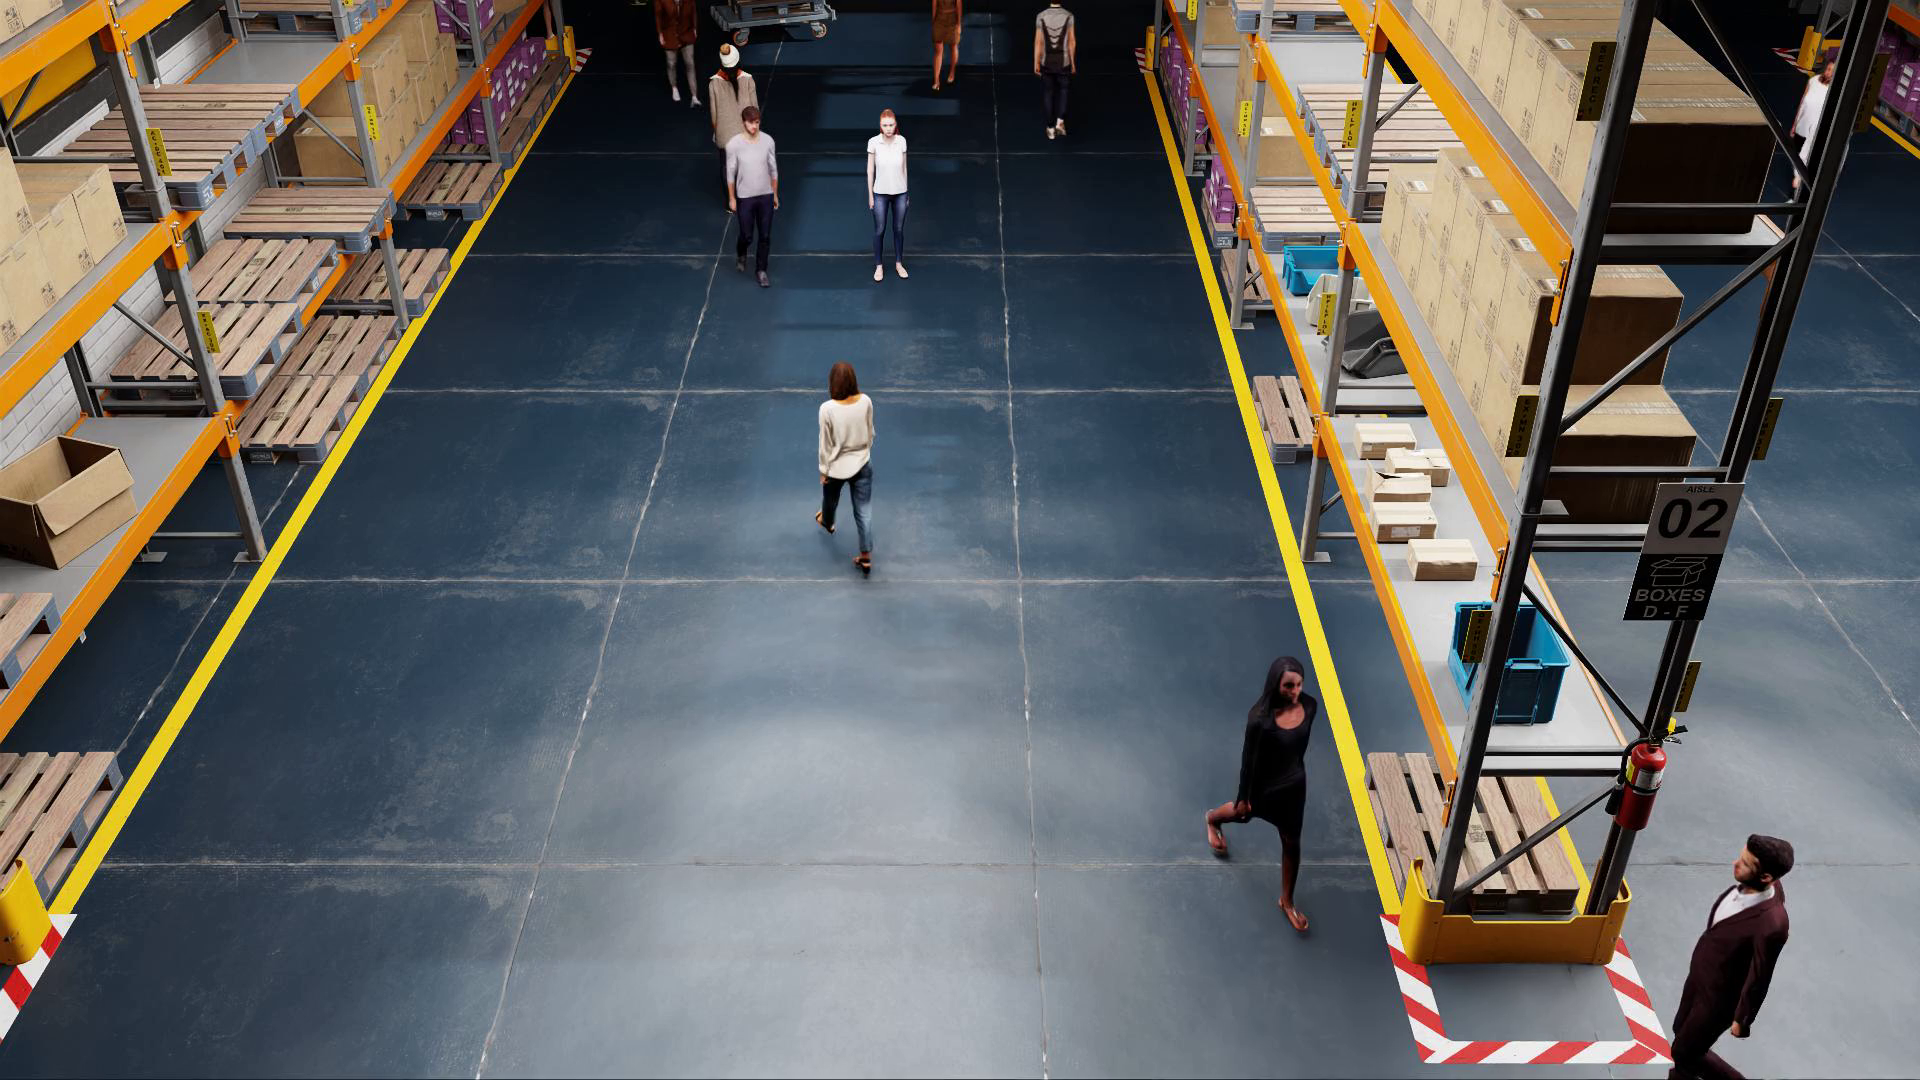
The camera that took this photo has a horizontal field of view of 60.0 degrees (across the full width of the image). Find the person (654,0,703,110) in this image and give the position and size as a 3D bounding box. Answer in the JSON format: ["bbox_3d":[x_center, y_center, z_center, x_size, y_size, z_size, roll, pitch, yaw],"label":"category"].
[{"bbox_3d":[-3.598,-6.404,21.065,0.945,1.788,1.203,-11,35,-16],"label":"person"}]

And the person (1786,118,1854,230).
[{"bbox_3d":[8.819,-3.770,17.157,0.870,1.729,1.200,11,35,16],"label":"person"}]

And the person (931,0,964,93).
[{"bbox_3d":[-0.138,-6.716,21.661,0.752,1.649,1.095,8,34,12],"label":"person"}]

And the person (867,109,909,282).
[{"bbox_3d":[-0.714,-3.471,16.697,0.604,1.739,0.590,-7,34,-11],"label":"person"}]

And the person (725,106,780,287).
[{"bbox_3d":[-2.071,-3.458,16.597,0.808,1.828,0.883,-12,35,-17],"label":"person"}]

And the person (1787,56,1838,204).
[{"bbox_3d":[9.451,-4.519,18.344,1.049,1.662,1.060,-22,39,-29],"label":"person"}]

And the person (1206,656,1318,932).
[{"bbox_3d":[1.726,1.342,9.509,0.976,1.682,1.273,-14,36,-20],"label":"person"}]

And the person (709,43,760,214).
[{"bbox_3d":[-2.444,-4.492,18.099,0.694,1.888,0.662,-2,34,-3],"label":"person"}]

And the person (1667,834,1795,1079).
[{"bbox_3d":[3.795,2.167,8.114,0.877,1.851,0.884,9,35,13],"label":"person"}]

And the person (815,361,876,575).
[{"bbox_3d":[-0.793,-0.502,12.317,0.935,1.644,1.157,-15,36,-21],"label":"person"}]

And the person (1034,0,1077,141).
[{"bbox_3d":[1.148,-5.693,19.906,0.663,1.888,0.742,2,34,2],"label":"person"}]
